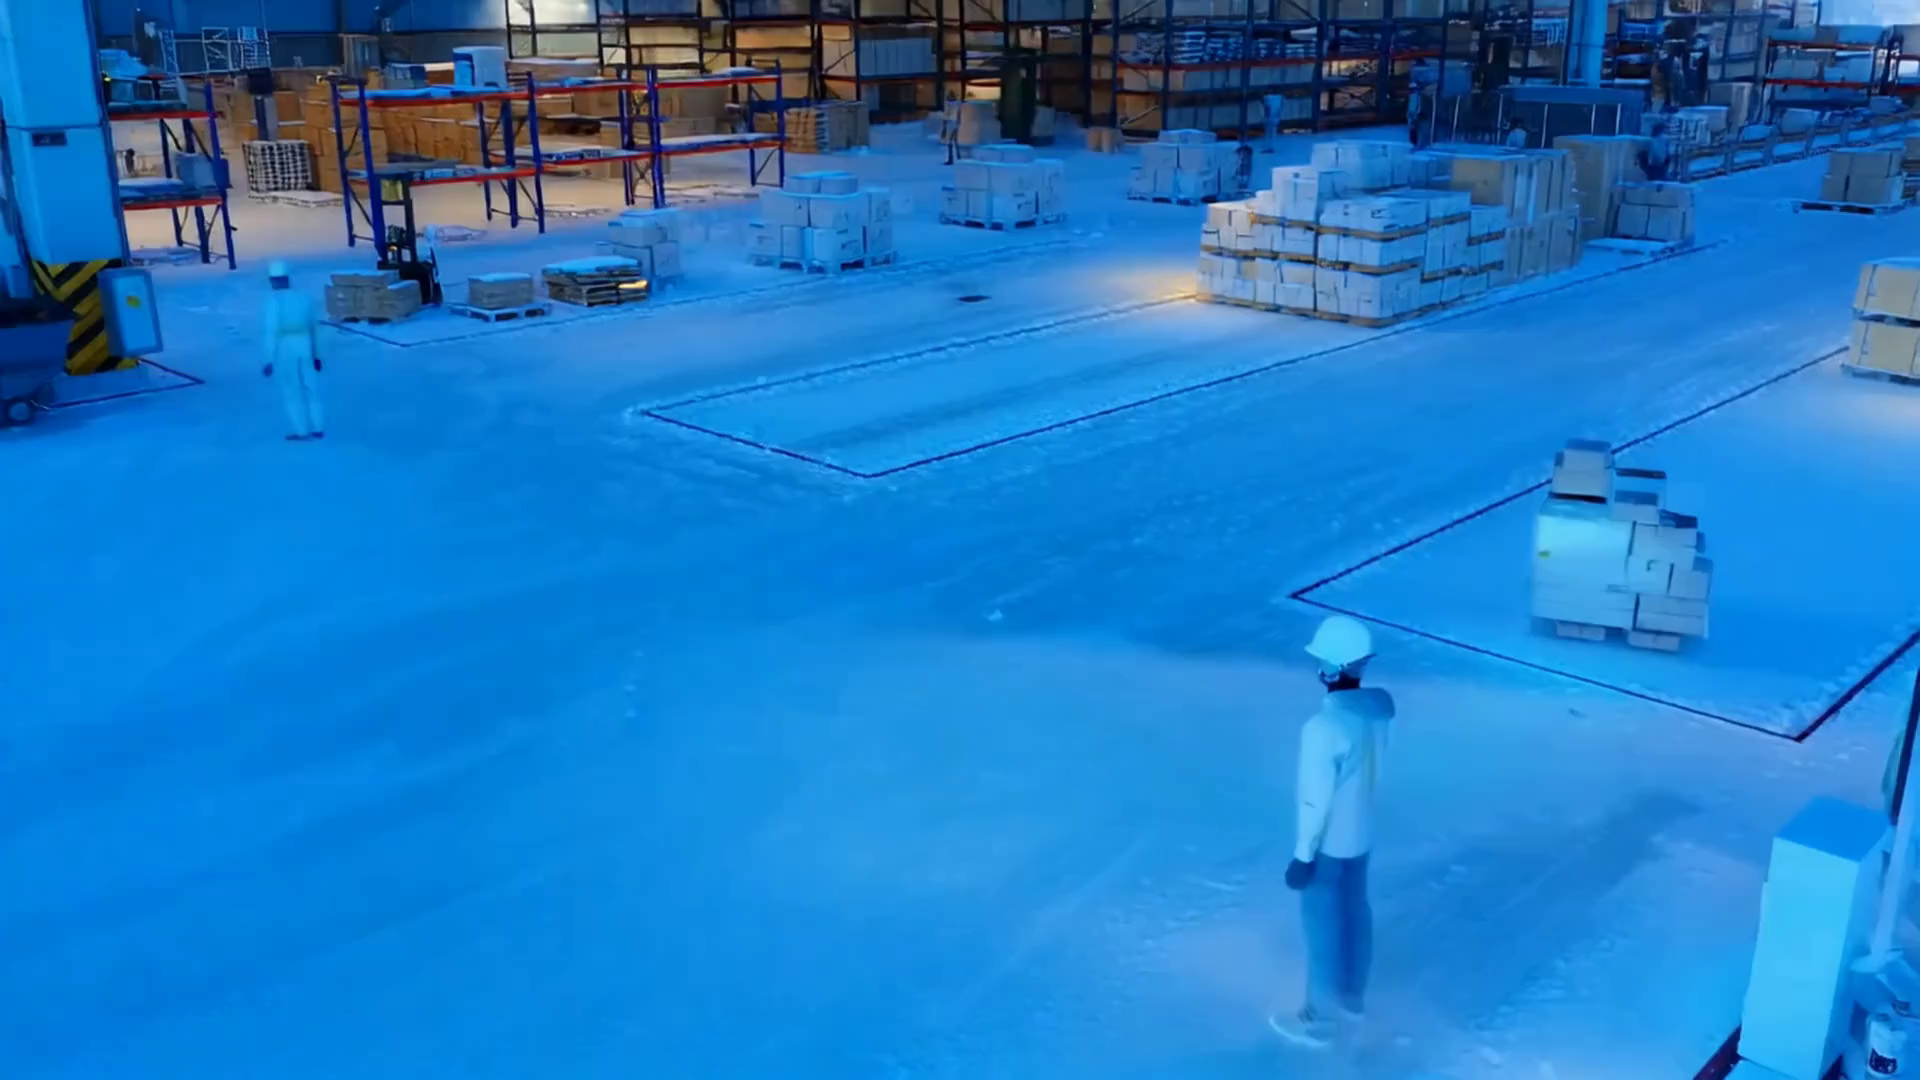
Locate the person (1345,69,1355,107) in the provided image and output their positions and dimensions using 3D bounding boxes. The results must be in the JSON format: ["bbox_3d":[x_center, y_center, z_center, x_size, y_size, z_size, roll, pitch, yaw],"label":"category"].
[{"bbox_3d":[14.326,-16.439,61.159,0.317,1.695,0.540,17,25,41],"label":"person"}]

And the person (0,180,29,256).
[{"bbox_3d":[-13.941,-4.340,24.438,0.310,1.868,0.533,17,25,41],"label":"person"}]

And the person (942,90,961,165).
[{"bbox_3d":[-0.231,-10.980,44.294,0.368,1.961,0.613,17,25,41],"label":"person"}]

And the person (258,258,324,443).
[{"bbox_3d":[-6.912,-1.948,17.178,0.398,1.914,0.637,13,23,35],"label":"person"}]

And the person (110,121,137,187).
[{"bbox_3d":[-19.215,-8.921,38.130,0.352,1.937,0.635,17,25,41],"label":"person"}]

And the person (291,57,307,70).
[{"bbox_3d":[-26.085,-18.104,65.798,0.352,1.937,0.635,17,25,41],"label":"person"}]

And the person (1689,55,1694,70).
[{"bbox_3d":[31.761,-20.324,72.657,0.404,1.827,0.600,17,25,41],"label":"person"}]

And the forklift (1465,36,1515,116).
[{"bbox_3d":[19.973,-17.201,61.606,1.873,2.768,1.129,17,25,41],"label":"forklift"}]

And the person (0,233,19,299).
[{"bbox_3d":[-11.863,-3.119,20.566,0.402,1.990,0.622,17,25,41],"label":"person"}]

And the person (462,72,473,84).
[{"bbox_3d":[-15.664,-13.901,53.047,0.396,1.992,0.622,17,25,41],"label":"person"}]

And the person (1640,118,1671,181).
[{"bbox_3d":[14.183,-7.599,33.989,0.538,2.000,0.701,14,23,35],"label":"person"}]

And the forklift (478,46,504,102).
[{"bbox_3d":[-14.397,-13.832,51.456,1.129,2.768,1.873,17,25,41],"label":"forklift"}]

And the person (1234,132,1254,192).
[{"bbox_3d":[5.868,-7.592,34.505,0.317,1.695,0.540,17,25,41],"label":"person"}]

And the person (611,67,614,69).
[{"bbox_3d":[-15.530,-20.766,74.287,0.310,1.638,0.522,17,25,41],"label":"person"}]

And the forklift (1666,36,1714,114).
[{"bbox_3d":[27.341,-17.291,61.877,1.129,2.768,1.873,17,25,41],"label":"forklift"}]

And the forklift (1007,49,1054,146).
[{"bbox_3d":[1.846,-13.144,49.381,1.129,2.768,1.873,17,25,41],"label":"forklift"}]

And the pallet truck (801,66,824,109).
[{"bbox_3d":[-4.812,-15.182,56.903,0.823,1.965,1.885,-9,21,-26],"label":"pallet truck"}]

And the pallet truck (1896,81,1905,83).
[{"bbox_3d":[34.802,-16.331,61.455,0.653,1.274,1.630,17,25,41],"label":"pallet truck"}]

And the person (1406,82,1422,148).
[{"bbox_3d":[13.205,-12.391,48.593,0.378,1.932,0.551,17,25,41],"label":"person"}]

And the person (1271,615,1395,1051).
[{"bbox_3d":[1.636,1.279,7.312,0.396,1.992,0.622,17,25,41],"label":"person"}]

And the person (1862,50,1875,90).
[{"bbox_3d":[42.249,-21.949,77.437,0.403,1.904,0.651,17,25,41],"label":"person"}]

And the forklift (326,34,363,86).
[{"bbox_3d":[-23.631,-18.242,64.744,1.129,2.768,1.873,17,25,41],"label":"forklift"}]

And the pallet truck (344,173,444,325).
[{"bbox_3d":[-8.209,-4.181,23.757,0.823,1.965,1.885,3,19,9],"label":"pallet truck"}]

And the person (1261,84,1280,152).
[{"bbox_3d":[8.949,-12.120,47.806,0.373,1.914,0.596,17,25,41],"label":"person"}]

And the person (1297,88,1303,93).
[{"bbox_3d":[12.332,-16.280,60.680,0.317,1.695,0.540,17,25,41],"label":"person"}]

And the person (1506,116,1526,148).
[{"bbox_3d":[11.849,-8.097,35.652,0.356,1.936,0.635,17,25,41],"label":"person"}]
